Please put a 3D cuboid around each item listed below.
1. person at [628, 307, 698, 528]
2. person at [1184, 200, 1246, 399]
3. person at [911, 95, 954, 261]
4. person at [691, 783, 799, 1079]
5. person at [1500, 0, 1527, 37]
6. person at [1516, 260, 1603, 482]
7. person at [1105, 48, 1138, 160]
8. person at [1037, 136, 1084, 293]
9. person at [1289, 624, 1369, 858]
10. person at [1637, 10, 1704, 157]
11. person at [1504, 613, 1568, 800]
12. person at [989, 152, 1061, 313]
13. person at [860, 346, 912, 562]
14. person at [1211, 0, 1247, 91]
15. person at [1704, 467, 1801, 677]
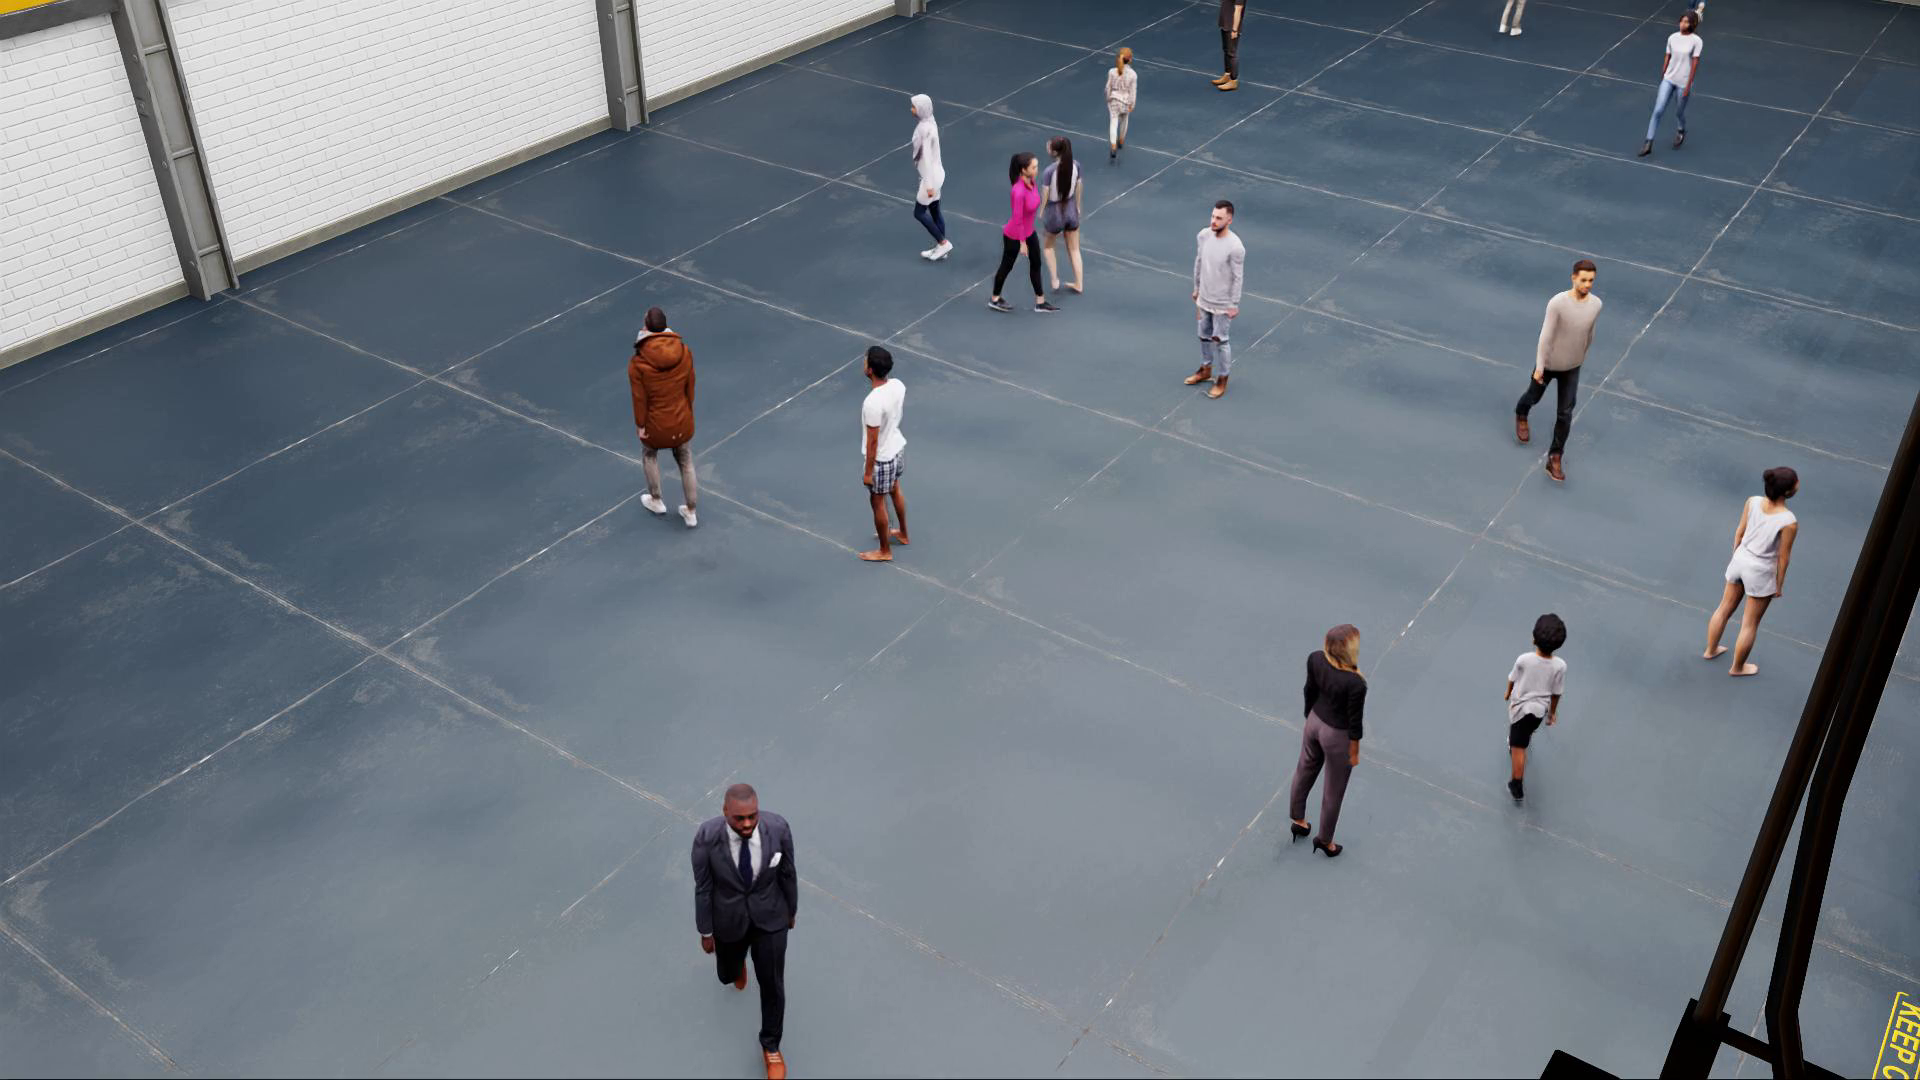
[{"bbox_3d":[-2.238,-0.895,12.884,0.886,1.814,0.932,-20,38,-27],"label":"person"},{"bbox_3d":[2.279,-2.164,14.775,0.665,1.834,0.746,-23,40,-31],"label":"person"},{"bbox_3d":[-0.216,-3.716,17.176,0.823,1.760,0.748,3,34,4],"label":"person"},{"bbox_3d":[-1.120,1.934,8.639,1.112,1.801,1.167,-7,34,-10],"label":"person"},{"bbox_3d":[8.018,-7.949,23.858,0.600,1.414,0.593,-27,42,-34],"label":"person"},{"bbox_3d":[4.910,-1.484,13.751,1.117,1.834,1.270,-1,34,-1],"label":"person"},{"bbox_3d":[1.899,-5.185,19.821,0.804,1.279,1.029,4,34,6],"label":"person"},{"bbox_3d":[1.012,-3.177,16.488,0.645,1.623,0.757,-12,35,-17],"label":"person"},{"bbox_3d":[2.182,1.188,9.878,0.649,1.671,0.667,-20,38,-27],"label":"person"},{"bbox_3d":[8.598,-5.439,19.839,0.709,1.682,1.164,28,42,35],"label":"person"},{"bbox_3d":[3.595,1.061,10.461,0.758,1.238,0.931,2,34,3],"label":"person"},{"bbox_3d":[0.503,-2.974,16.146,0.750,1.664,0.933,14,36,20],"label":"person"},{"bbox_3d":[-0.583,-0.635,12.577,0.753,1.721,0.523,11,35,16],"label":"person"},{"bbox_3d":[3.584,-6.811,21.877,0.751,1.711,0.679,-3,34,-5],"label":"person"},{"bbox_3d":[5.456,0.201,11.421,0.657,1.608,0.645,-16,37,-22],"label":"person"}]
